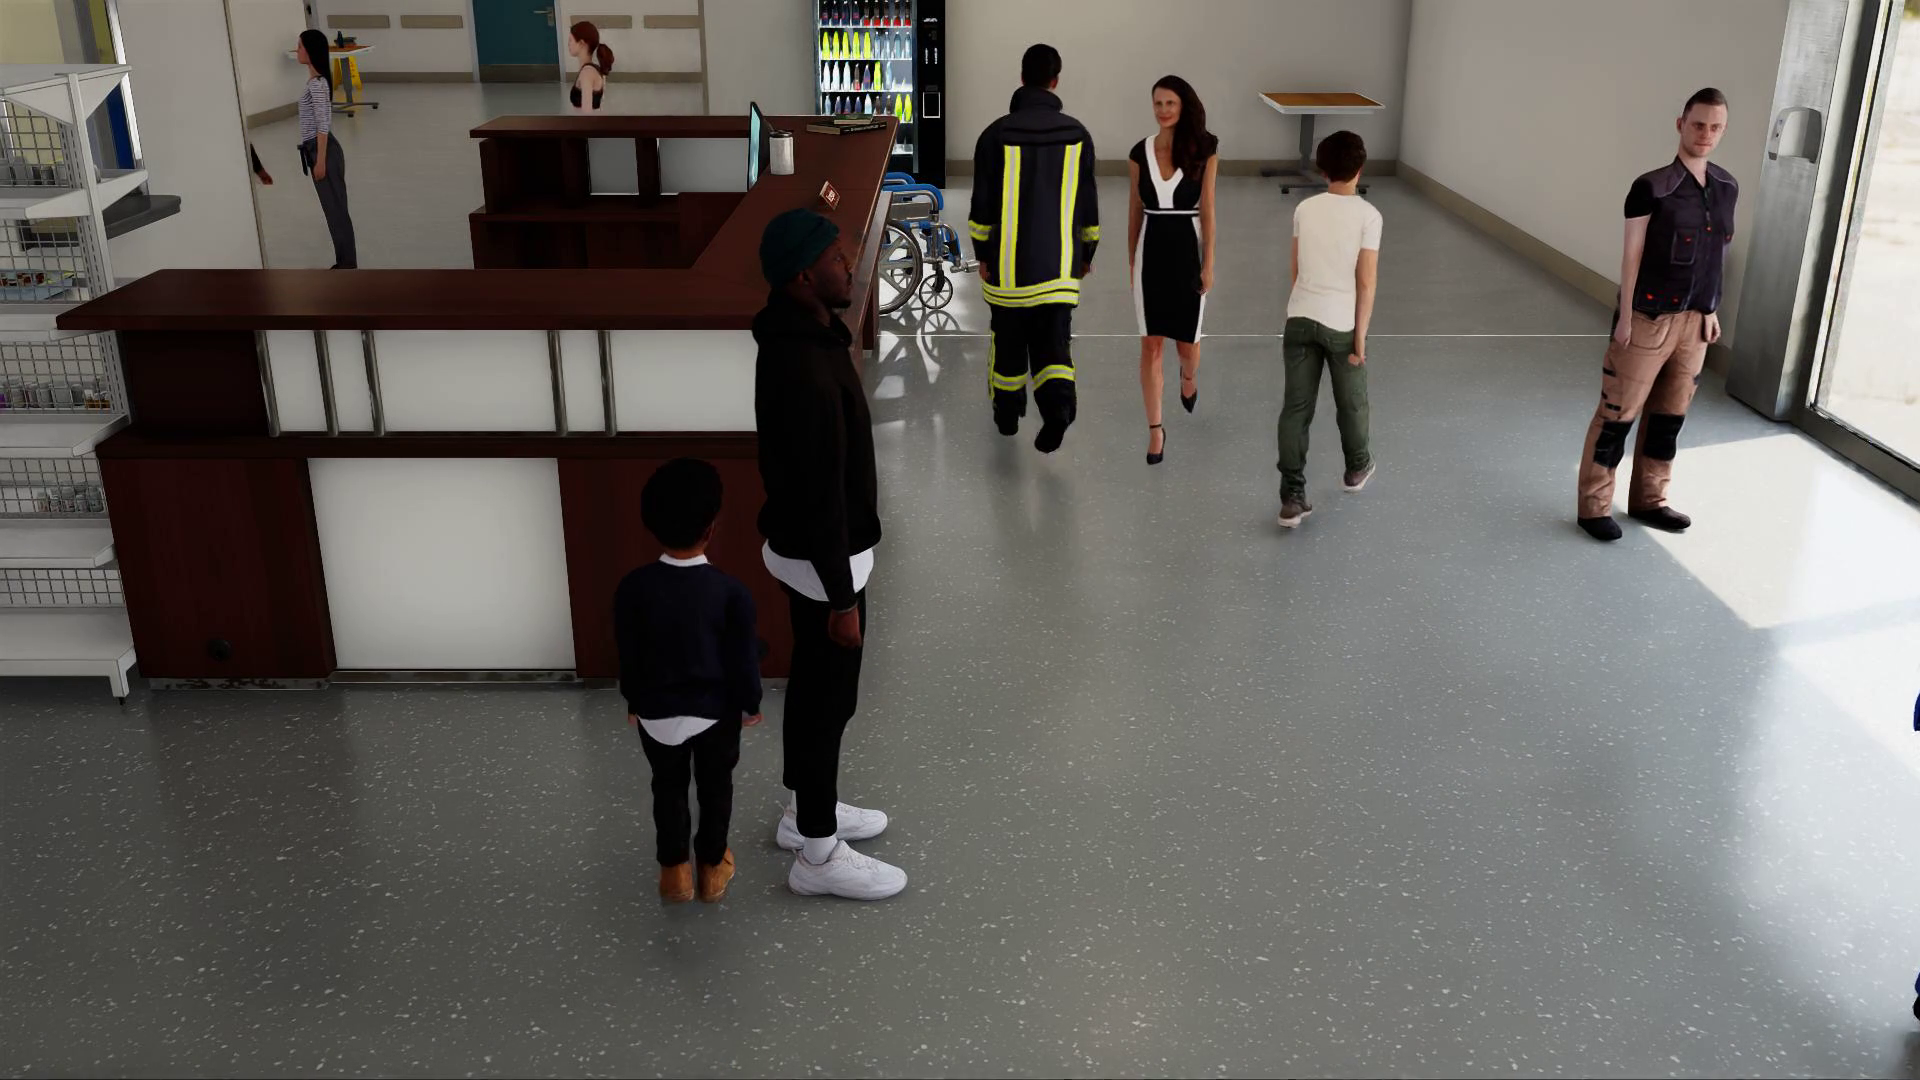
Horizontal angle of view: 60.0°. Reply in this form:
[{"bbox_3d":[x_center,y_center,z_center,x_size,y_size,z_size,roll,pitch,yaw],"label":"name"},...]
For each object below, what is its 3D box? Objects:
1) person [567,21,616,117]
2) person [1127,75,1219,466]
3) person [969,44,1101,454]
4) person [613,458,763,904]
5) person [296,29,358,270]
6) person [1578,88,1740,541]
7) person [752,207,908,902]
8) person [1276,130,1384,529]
[{"bbox_3d":[-2.473,-2.649,11.513,0.966,1.767,0.597,-1,21,-3],"label":"person"},{"bbox_3d":[1.009,-1.264,7.838,0.876,1.781,0.797,6,22,17],"label":"person"},{"bbox_3d":[0.369,-1.328,7.849,1.135,1.892,0.949,-3,21,-9],"label":"person"},{"bbox_3d":[-0.684,0.401,4.180,0.489,1.218,0.565,1,21,2],"label":"person"},{"bbox_3d":[-4.404,-2.656,11.579,0.633,1.734,0.661,-7,22,-19],"label":"person"},{"bbox_3d":[2.901,-0.932,6.878,0.648,1.840,0.816,-7,22,-18],"label":"person"},{"bbox_3d":[-0.371,0.044,4.331,0.637,1.818,0.707,-3,21,-9],"label":"person"},{"bbox_3d":[1.496,-0.843,6.960,1.061,1.615,0.930,10,23,25],"label":"person"}]
